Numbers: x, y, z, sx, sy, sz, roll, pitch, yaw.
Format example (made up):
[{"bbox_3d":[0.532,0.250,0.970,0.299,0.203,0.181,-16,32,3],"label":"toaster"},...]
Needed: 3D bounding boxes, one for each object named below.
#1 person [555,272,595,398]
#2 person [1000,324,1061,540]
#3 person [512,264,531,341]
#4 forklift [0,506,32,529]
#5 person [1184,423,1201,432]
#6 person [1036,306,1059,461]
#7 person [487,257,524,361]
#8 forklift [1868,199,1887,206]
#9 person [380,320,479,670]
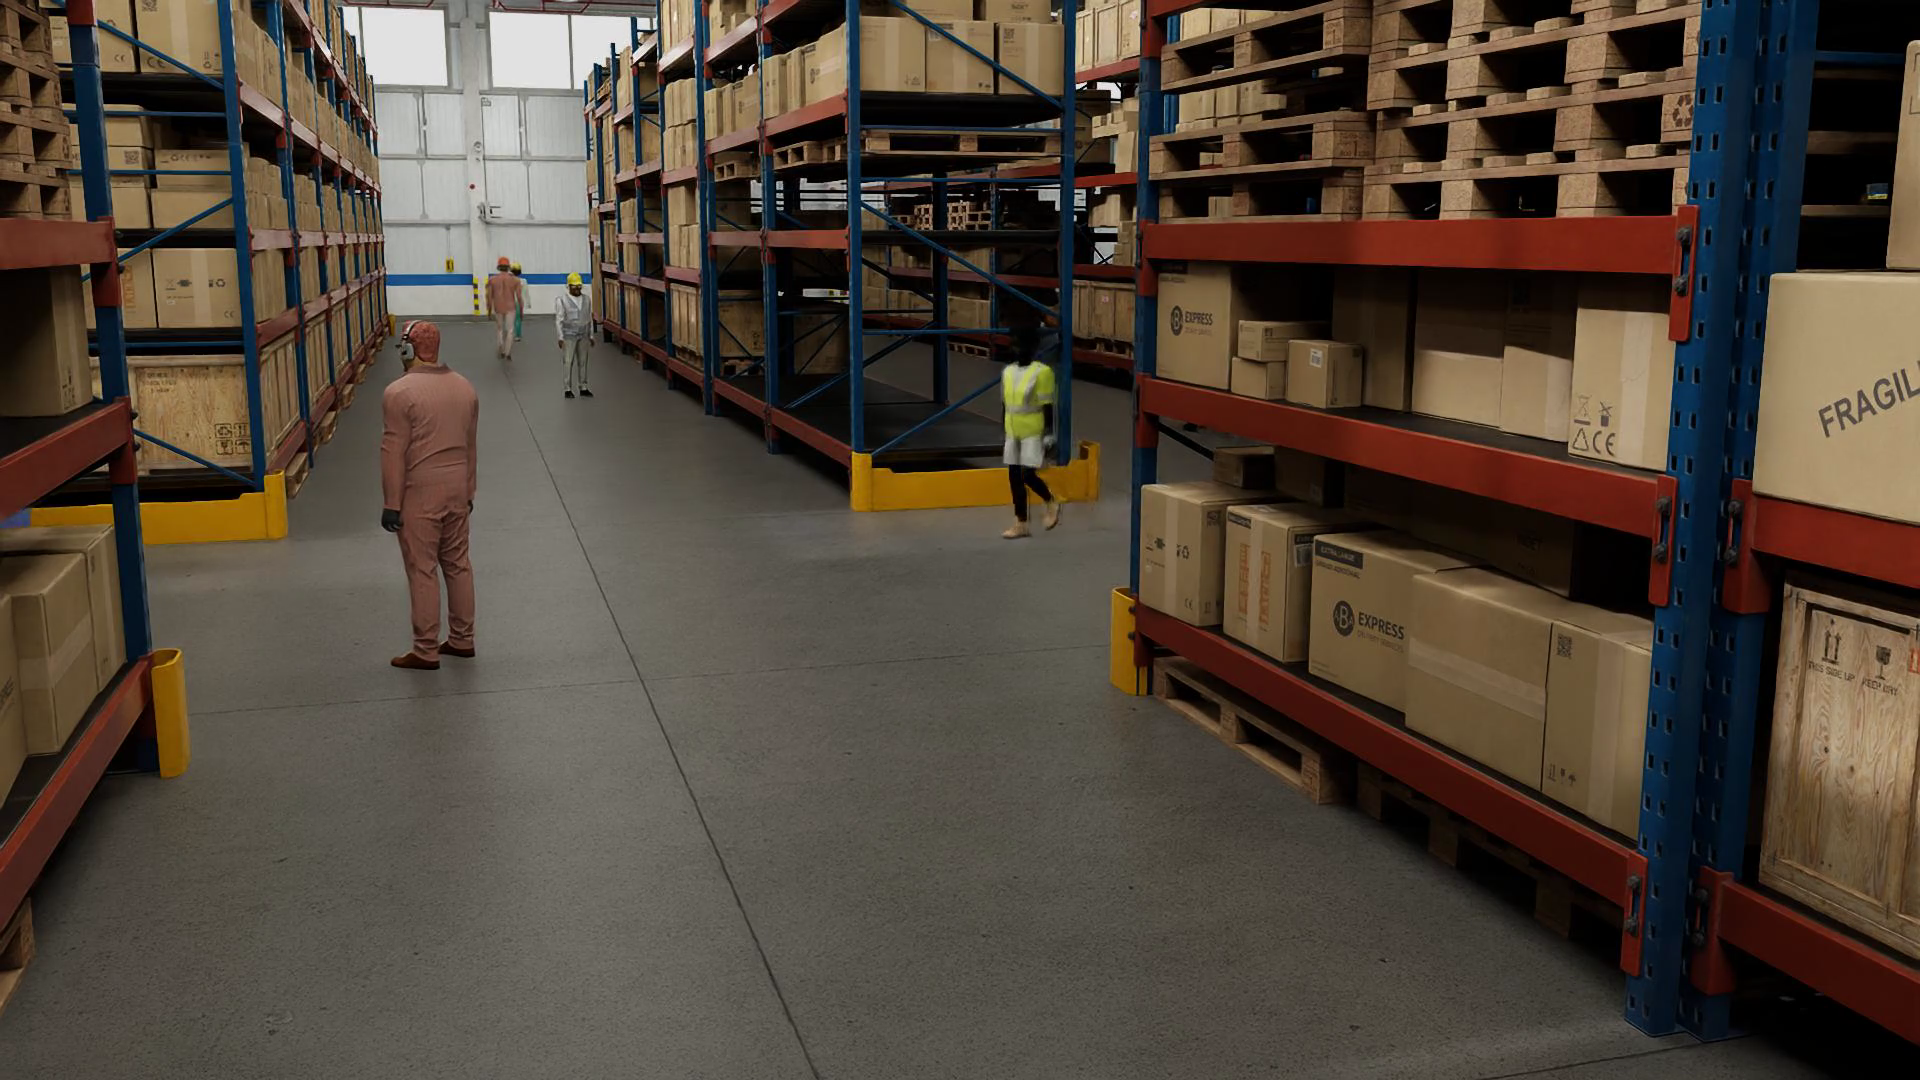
[{"bbox_3d":[-5.617,-2.993,24.354,0.600,1.829,0.404,-9,14,-42],"label":"person"},{"bbox_3d":[0.530,-0.837,12.929,0.431,1.678,0.547,-9,14,-41],"label":"person"},{"bbox_3d":[-10.034,-5.406,37.863,0.558,1.725,0.873,1,10,7],"label":"person"},{"bbox_3d":[-6.697,-0.867,9.820,1.873,2.768,1.129,-3,11,-18],"label":"forklift"},{"bbox_3d":[2.810,-2.278,20.185,0.580,1.919,0.530,-3,11,-14],"label":"person"},{"bbox_3d":[0.964,-1.650,17.565,0.289,1.627,0.498,-7,12,-33],"label":"person"},{"bbox_3d":[-8.662,-4.409,31.780,0.657,1.947,0.980,-1,10,-7],"label":"person"},{"bbox_3d":[11.338,-2.915,21.052,1.129,2.768,1.873,-3,11,-17],"label":"forklift"},{"bbox_3d":[-2.921,-0.248,9.129,0.400,1.901,0.643,5,11,25],"label":"person"}]
